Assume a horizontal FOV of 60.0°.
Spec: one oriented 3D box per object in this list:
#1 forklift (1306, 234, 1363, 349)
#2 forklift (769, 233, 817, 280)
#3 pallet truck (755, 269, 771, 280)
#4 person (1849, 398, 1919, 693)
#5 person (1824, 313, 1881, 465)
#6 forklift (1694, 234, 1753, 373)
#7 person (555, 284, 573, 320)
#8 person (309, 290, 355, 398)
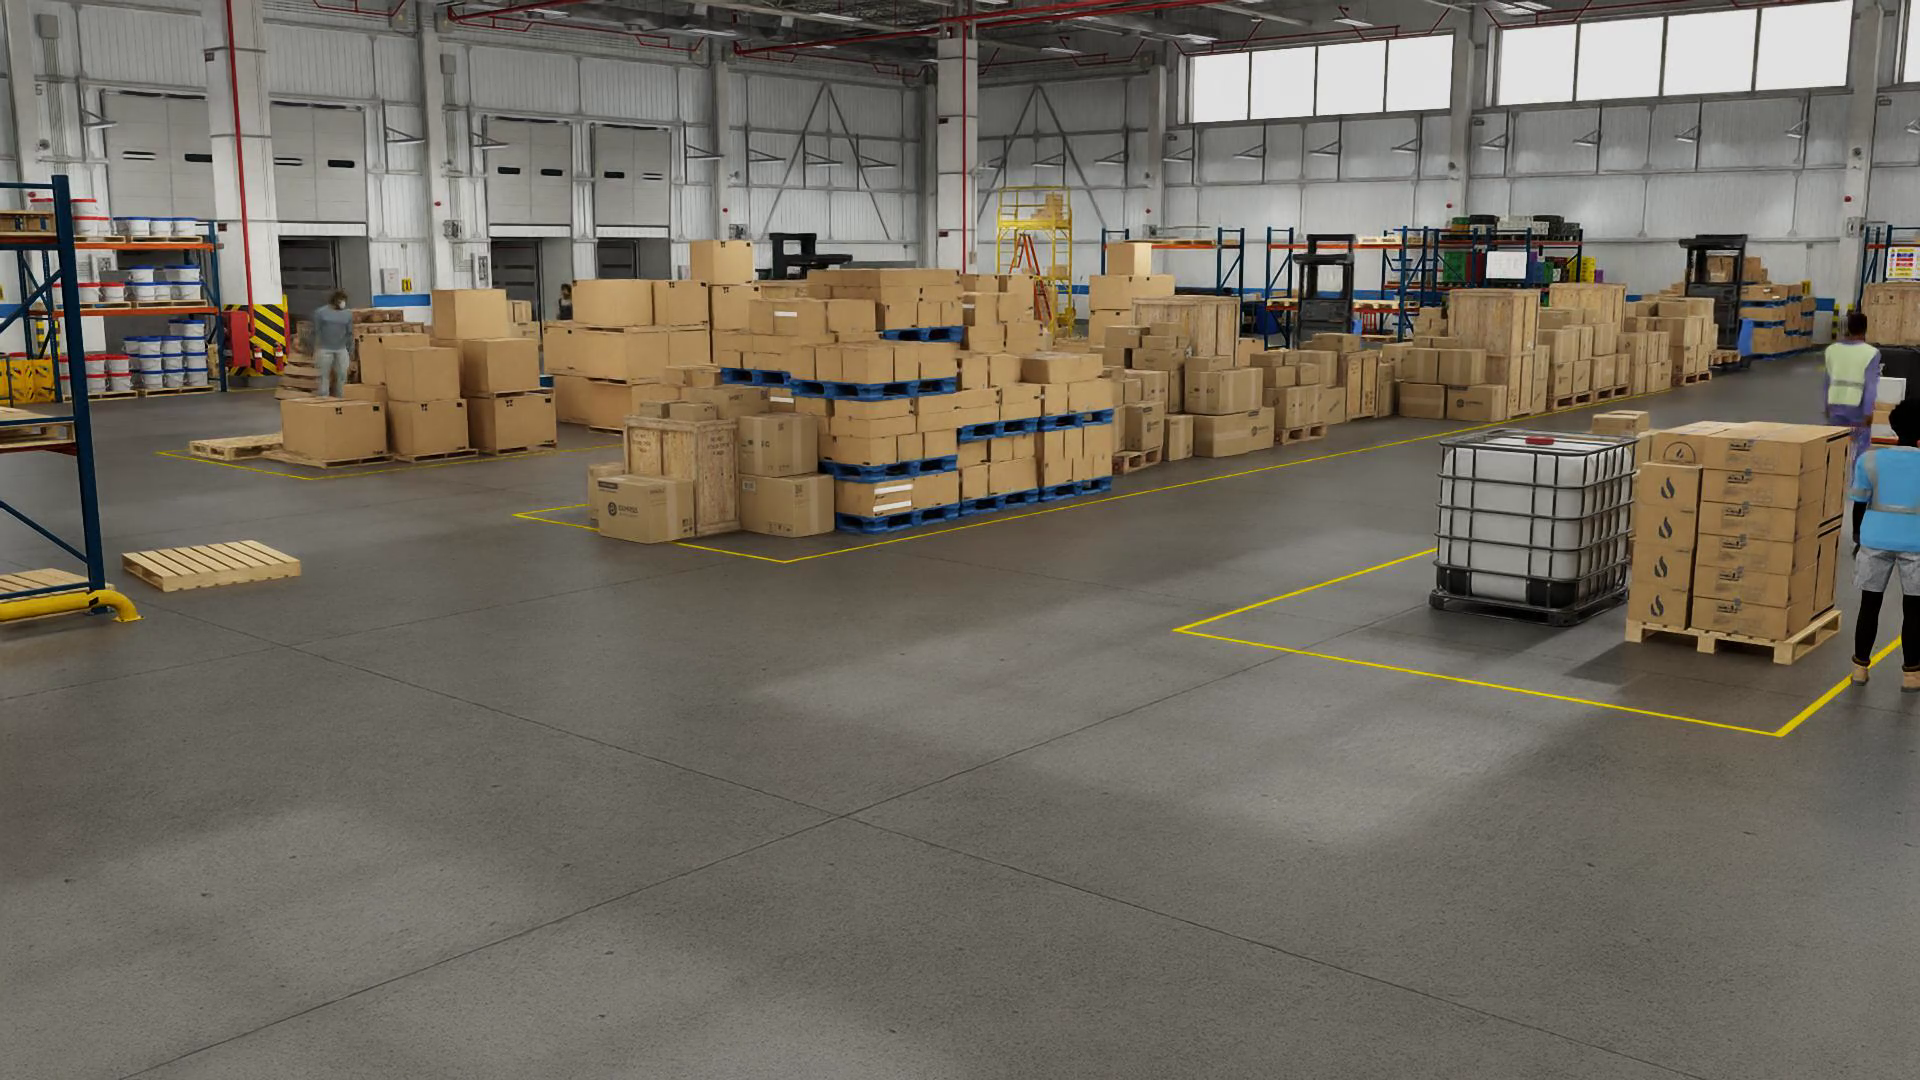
[{"bbox_3d":[7.505,-4.814,33.801,1.129,2.768,1.873,5,11,25],"label":"forklift"},{"bbox_3d":[-3.099,-4.334,31.069,1.873,2.768,1.129,8,13,40],"label":"forklift"},{"bbox_3d":[-4.996,-6.432,45.525,1.885,1.965,0.823,-6,12,-32],"label":"pallet truck"},{"bbox_3d":[5.410,0.030,9.581,0.540,1.698,0.315,8,13,38],"label":"person"},{"bbox_3d":[9.144,-1.394,17.181,0.826,1.889,0.606,-7,12,-33],"label":"person"},{"bbox_3d":[15.654,-4.919,34.396,1.129,2.768,1.873,8,13,40],"label":"forklift"},{"bbox_3d":[-7.943,-4.276,33.718,0.534,1.830,0.407,0,10,0],"label":"person"},{"bbox_3d":[-9.870,-2.957,26.049,0.781,1.908,0.340,-6,12,-33],"label":"person"}]
